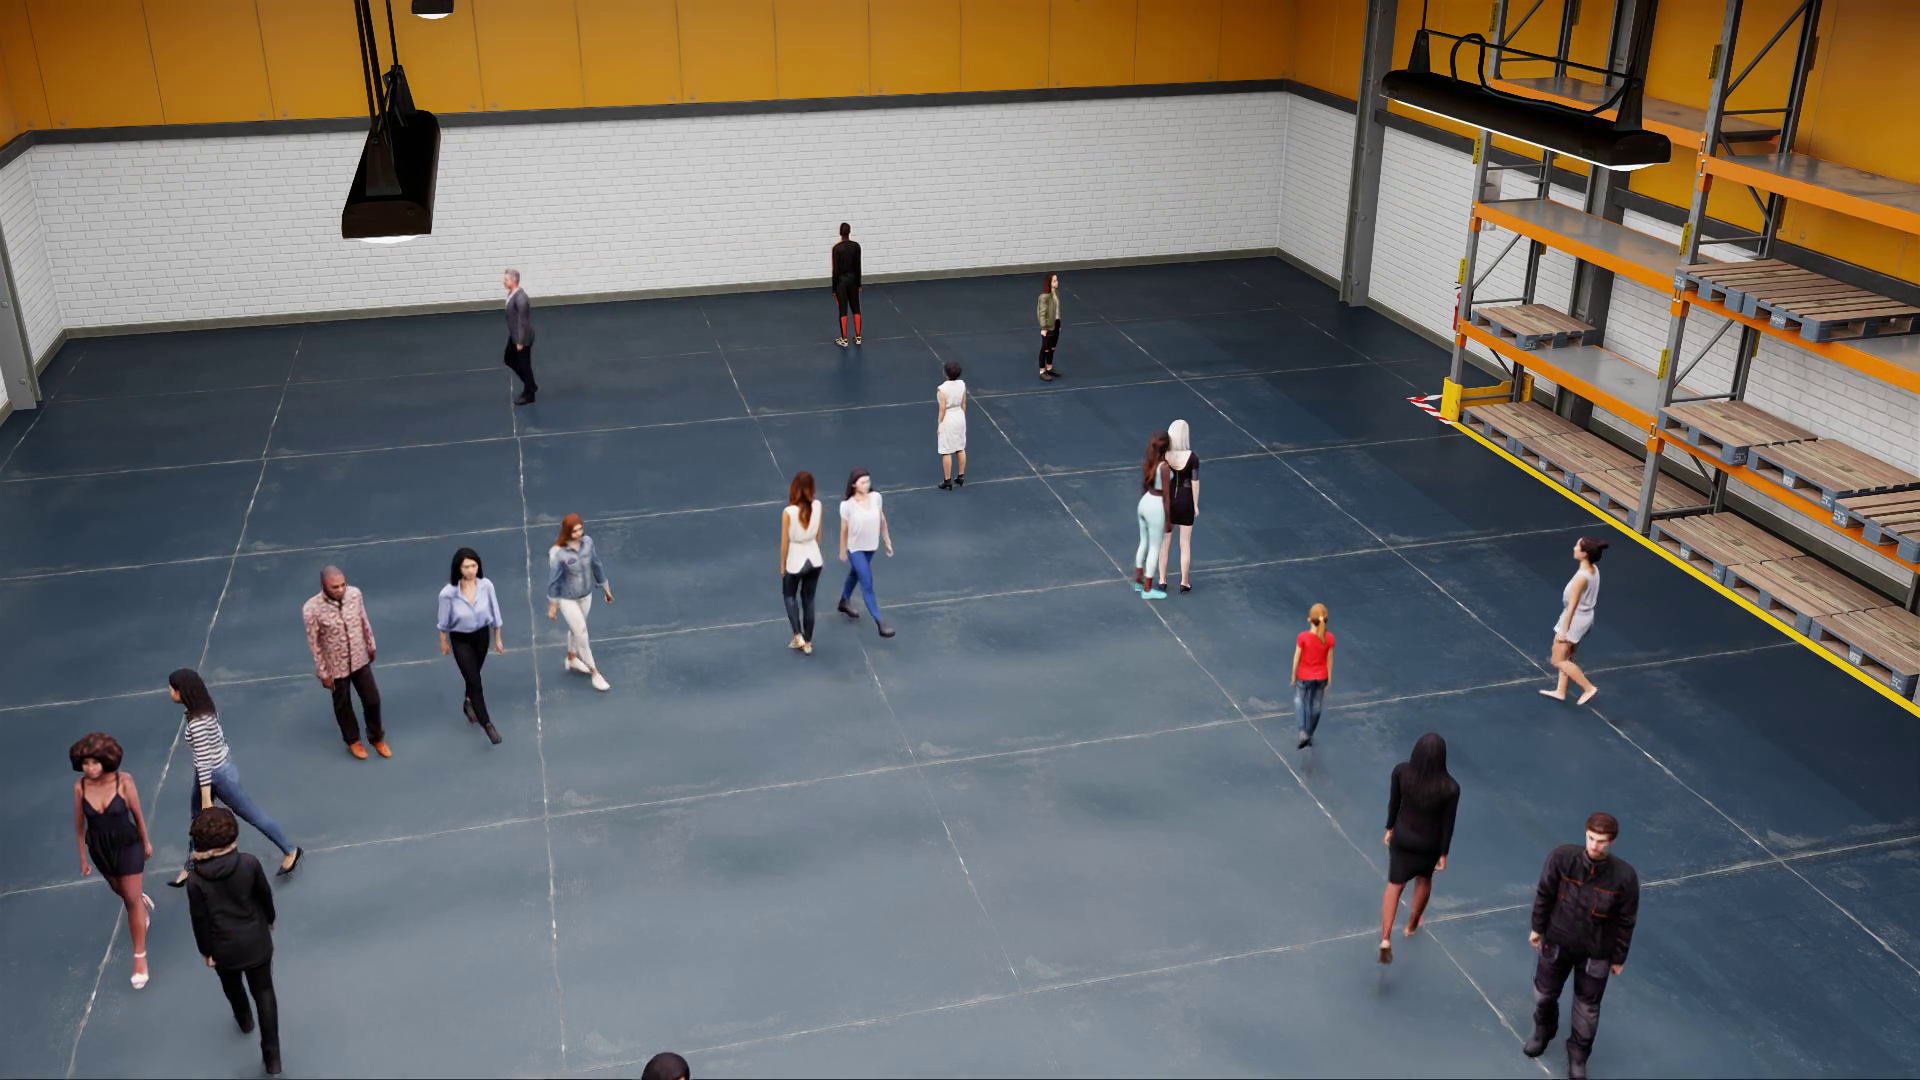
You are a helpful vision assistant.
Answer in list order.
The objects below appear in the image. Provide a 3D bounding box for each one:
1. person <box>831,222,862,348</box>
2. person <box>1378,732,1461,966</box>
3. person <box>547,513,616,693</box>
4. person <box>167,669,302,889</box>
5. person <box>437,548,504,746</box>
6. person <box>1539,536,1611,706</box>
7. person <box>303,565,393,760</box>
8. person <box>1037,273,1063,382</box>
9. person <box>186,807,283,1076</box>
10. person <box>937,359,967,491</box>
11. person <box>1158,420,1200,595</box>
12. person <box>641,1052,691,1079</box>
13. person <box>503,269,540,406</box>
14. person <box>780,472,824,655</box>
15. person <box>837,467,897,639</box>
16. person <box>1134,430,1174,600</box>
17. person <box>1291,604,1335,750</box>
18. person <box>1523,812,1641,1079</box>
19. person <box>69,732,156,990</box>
[{"bbox_3d":[-1.662,-3.757,24.374,0.680,1.807,0.610,-12,26,-26],"label":"person"},{"bbox_3d":[3.037,2.077,11.161,1.058,1.700,1.137,13,27,27],"label":"person"},{"bbox_3d":[-3.478,0.511,14.796,1.123,1.659,1.030,15,28,31],"label":"person"},{"bbox_3d":[-5.215,1.733,11.909,0.819,1.731,1.124,-11,26,-23],"label":"person"},{"bbox_3d":[-4.149,0.837,13.998,0.937,1.700,1.190,-16,28,-32],"label":"person"},{"bbox_3d":[5.385,0.731,14.366,0.863,1.600,0.793,16,28,32],"label":"person"},{"bbox_3d":[-5.071,0.963,13.611,0.833,1.779,0.843,-22,32,-40],"label":"person"},{"bbox_3d":[1.239,-2.958,22.958,0.700,1.476,0.659,16,28,32],"label":"person"},{"bbox_3d":[-4.397,2.484,10.179,0.820,1.740,1.167,-13,27,-26],"label":"person"},{"bbox_3d":[-0.093,-1.337,19.155,0.631,1.553,0.639,-18,29,-35],"label":"person"},{"bbox_3d":[2.156,-0.333,16.512,0.653,1.829,0.665,7,25,15],"label":"person"},{"bbox_3d":[-1.472,3.263,8.420,0.844,1.723,0.995,-22,32,-40],"label":"person"},{"bbox_3d":[-5.725,-2.693,21.914,0.859,1.827,0.659,-12,26,-25],"label":"person"},{"bbox_3d":[-1.392,0.252,15.252,0.651,1.768,0.655,-14,27,-29],"label":"person"},{"bbox_3d":[-0.987,0.100,15.792,0.976,1.613,1.235,-21,32,-40],"label":"person"},{"bbox_3d":[1.909,-0.261,16.484,0.702,1.720,0.561,-10,25,-21],"label":"person"},{"bbox_3d":[2.926,1.162,13.754,0.600,1.299,0.736,2,24,4],"label":"person"},{"bbox_3d":[3.797,2.434,10.176,0.806,1.834,0.880,13,27,27],"label":"person"},{"bbox_3d":[-5.640,2.047,11.164,0.627,1.753,1.082,-4,24,-9],"label":"person"}]
